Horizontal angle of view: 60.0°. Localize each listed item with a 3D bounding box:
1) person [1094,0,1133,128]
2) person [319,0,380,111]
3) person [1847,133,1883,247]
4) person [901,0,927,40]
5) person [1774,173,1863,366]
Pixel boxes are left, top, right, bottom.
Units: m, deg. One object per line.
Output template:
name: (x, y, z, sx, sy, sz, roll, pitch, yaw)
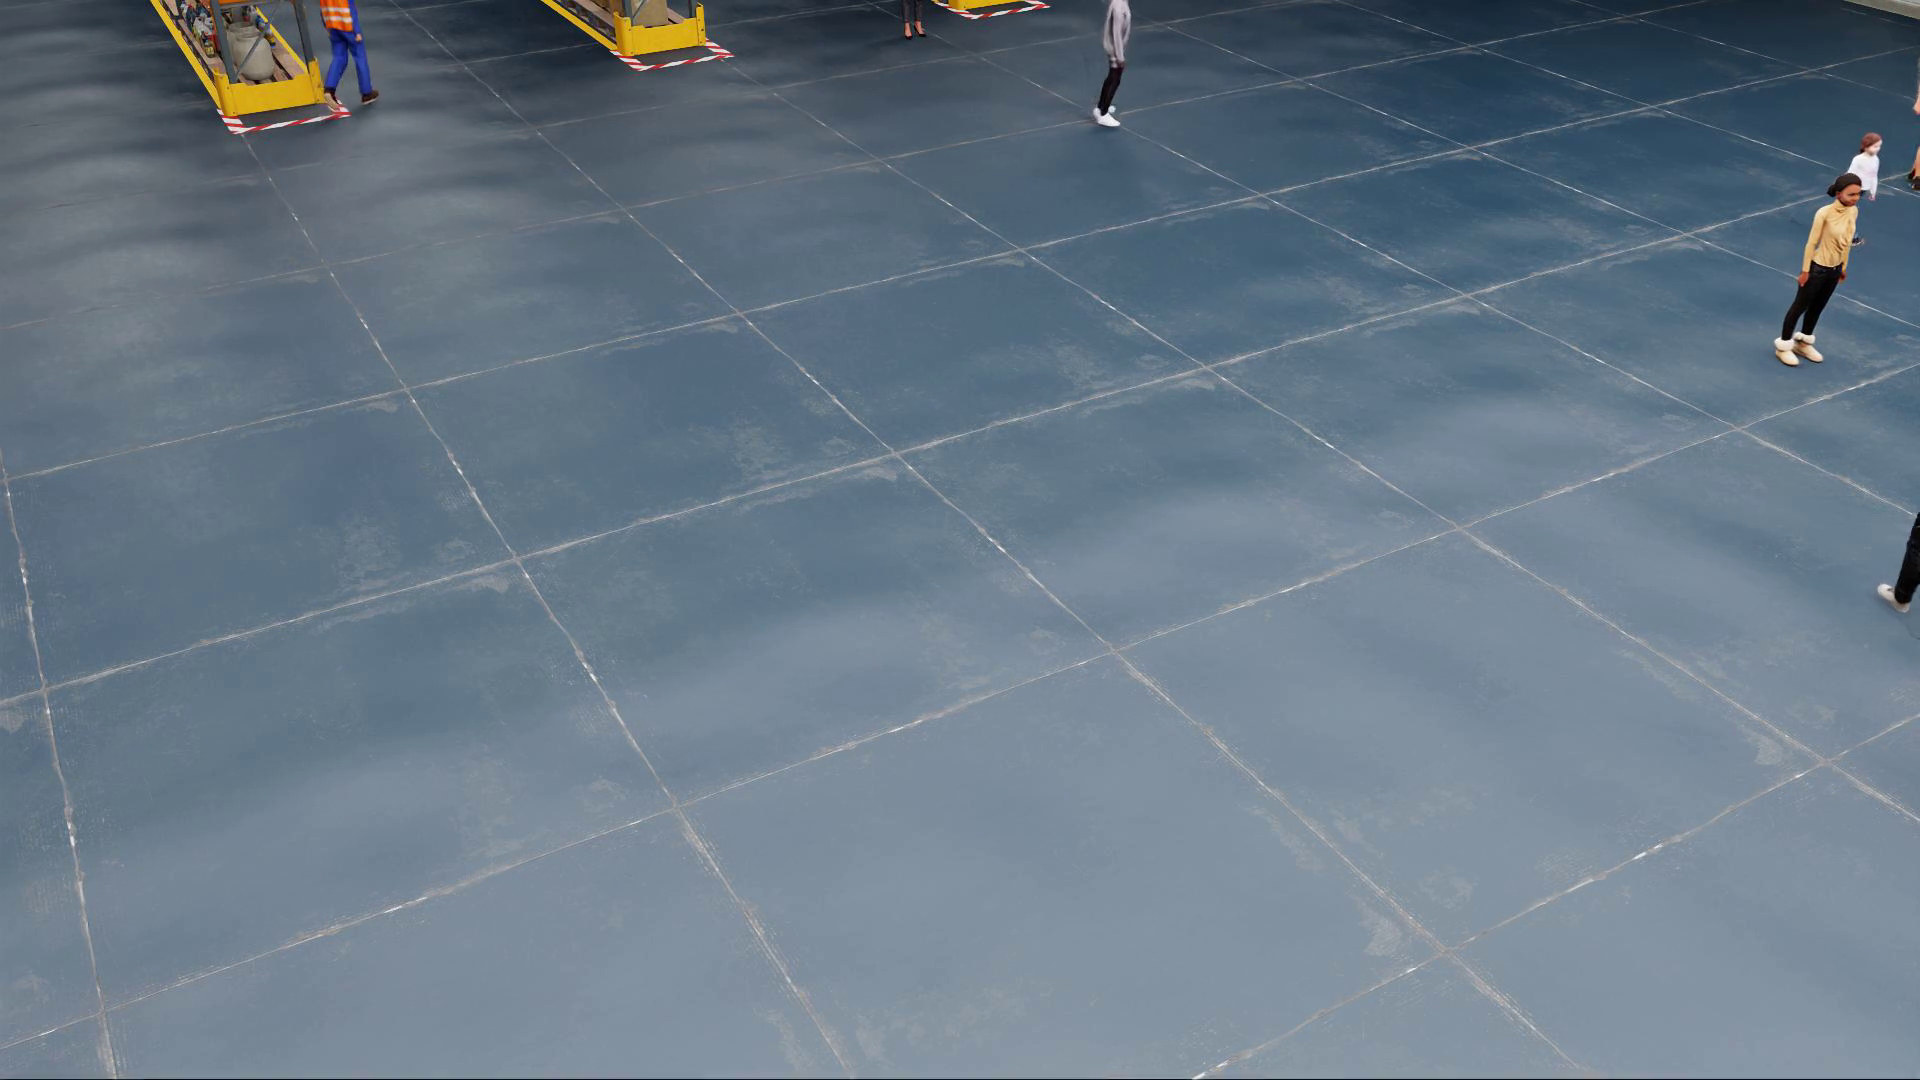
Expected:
person: (1.734, -5.632, 19.111, 0.950, 1.741, 0.845, -3, 32, -5)
person: (-7.313, -5.958, 19.543, 1.164, 1.833, 1.220, 9, 33, 14)
person: (8.741, -3.461, 16.288, 0.553, 1.081, 0.797, -9, 33, -14)
person: (-0.617, -7.616, 22.278, 0.648, 1.719, 0.569, -19, 37, -28)
person: (7.187, -2.271, 13.860, 0.617, 1.660, 0.580, -12, 34, -18)
